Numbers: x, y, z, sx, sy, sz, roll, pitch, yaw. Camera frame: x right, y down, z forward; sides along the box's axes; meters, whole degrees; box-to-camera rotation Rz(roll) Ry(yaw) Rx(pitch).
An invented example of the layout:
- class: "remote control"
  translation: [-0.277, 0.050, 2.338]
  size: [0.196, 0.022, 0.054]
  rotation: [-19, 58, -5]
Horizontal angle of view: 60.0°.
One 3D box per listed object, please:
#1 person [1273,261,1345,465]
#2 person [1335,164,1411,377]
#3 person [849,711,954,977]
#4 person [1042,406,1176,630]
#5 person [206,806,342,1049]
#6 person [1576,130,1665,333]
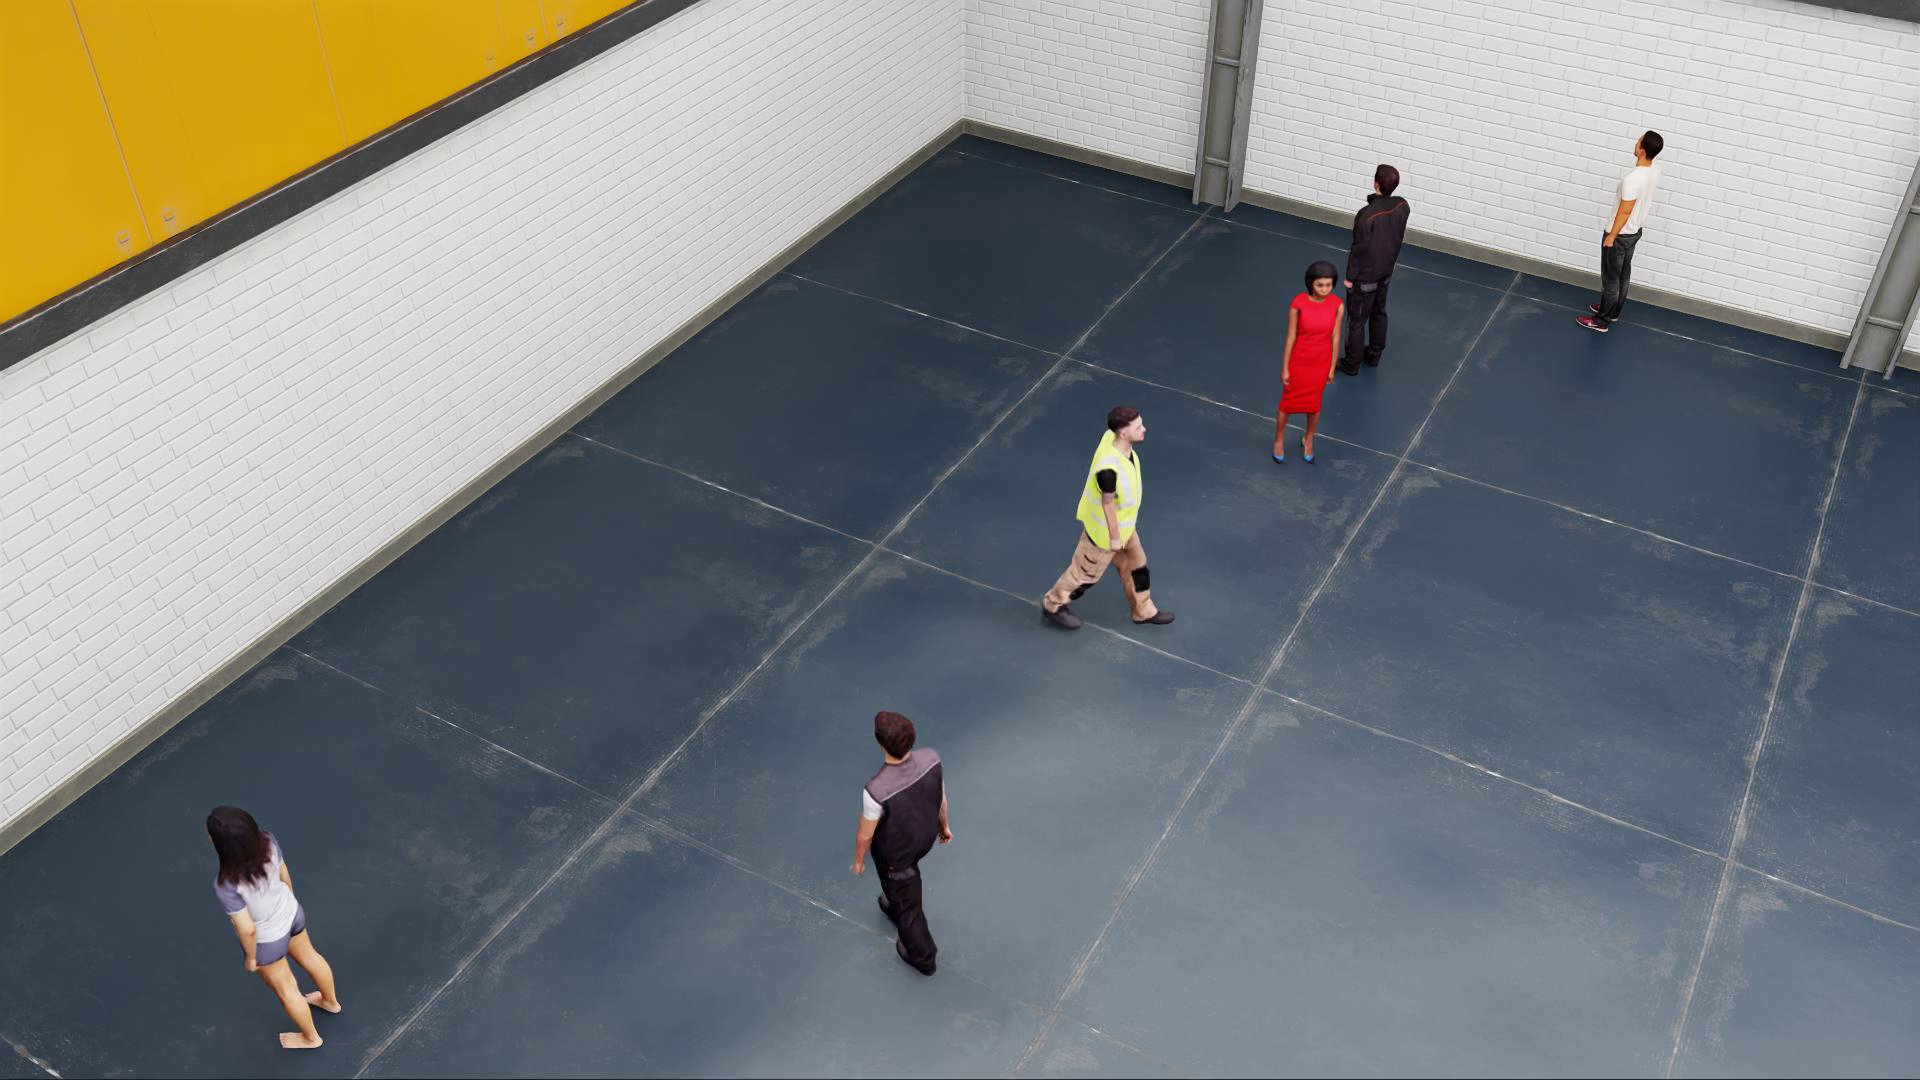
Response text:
- class: "person"
  translation: [2.640, -1.336, 12.607]
  size: [0.598, 1.742, 0.699]
  rotation: [-1, 39, -1]
- class: "person"
  translation: [3.375, -2.209, 13.624]
  size: [0.802, 1.838, 0.756]
  rotation: [-22, 44, -26]
- class: "person"
  translation: [-0.229, 1.656, 8.788]
  size: [0.840, 1.832, 0.936]
  rotation: [-30, 47, -32]
- class: "person"
  translation: [0.923, -0.114, 11.024]
  size: [1.234, 1.809, 0.937]
  rotation: [9, 39, 11]
- class: "person"
  translation: [-3.507, 1.971, 8.473]
  size: [0.598, 1.733, 0.636]
  rotation: [9, 40, 11]
- class: "person"
  translation: [5.683, -2.640, 14.189]
  size: [0.611, 1.804, 0.680]
  rotation: [30, 48, 32]
